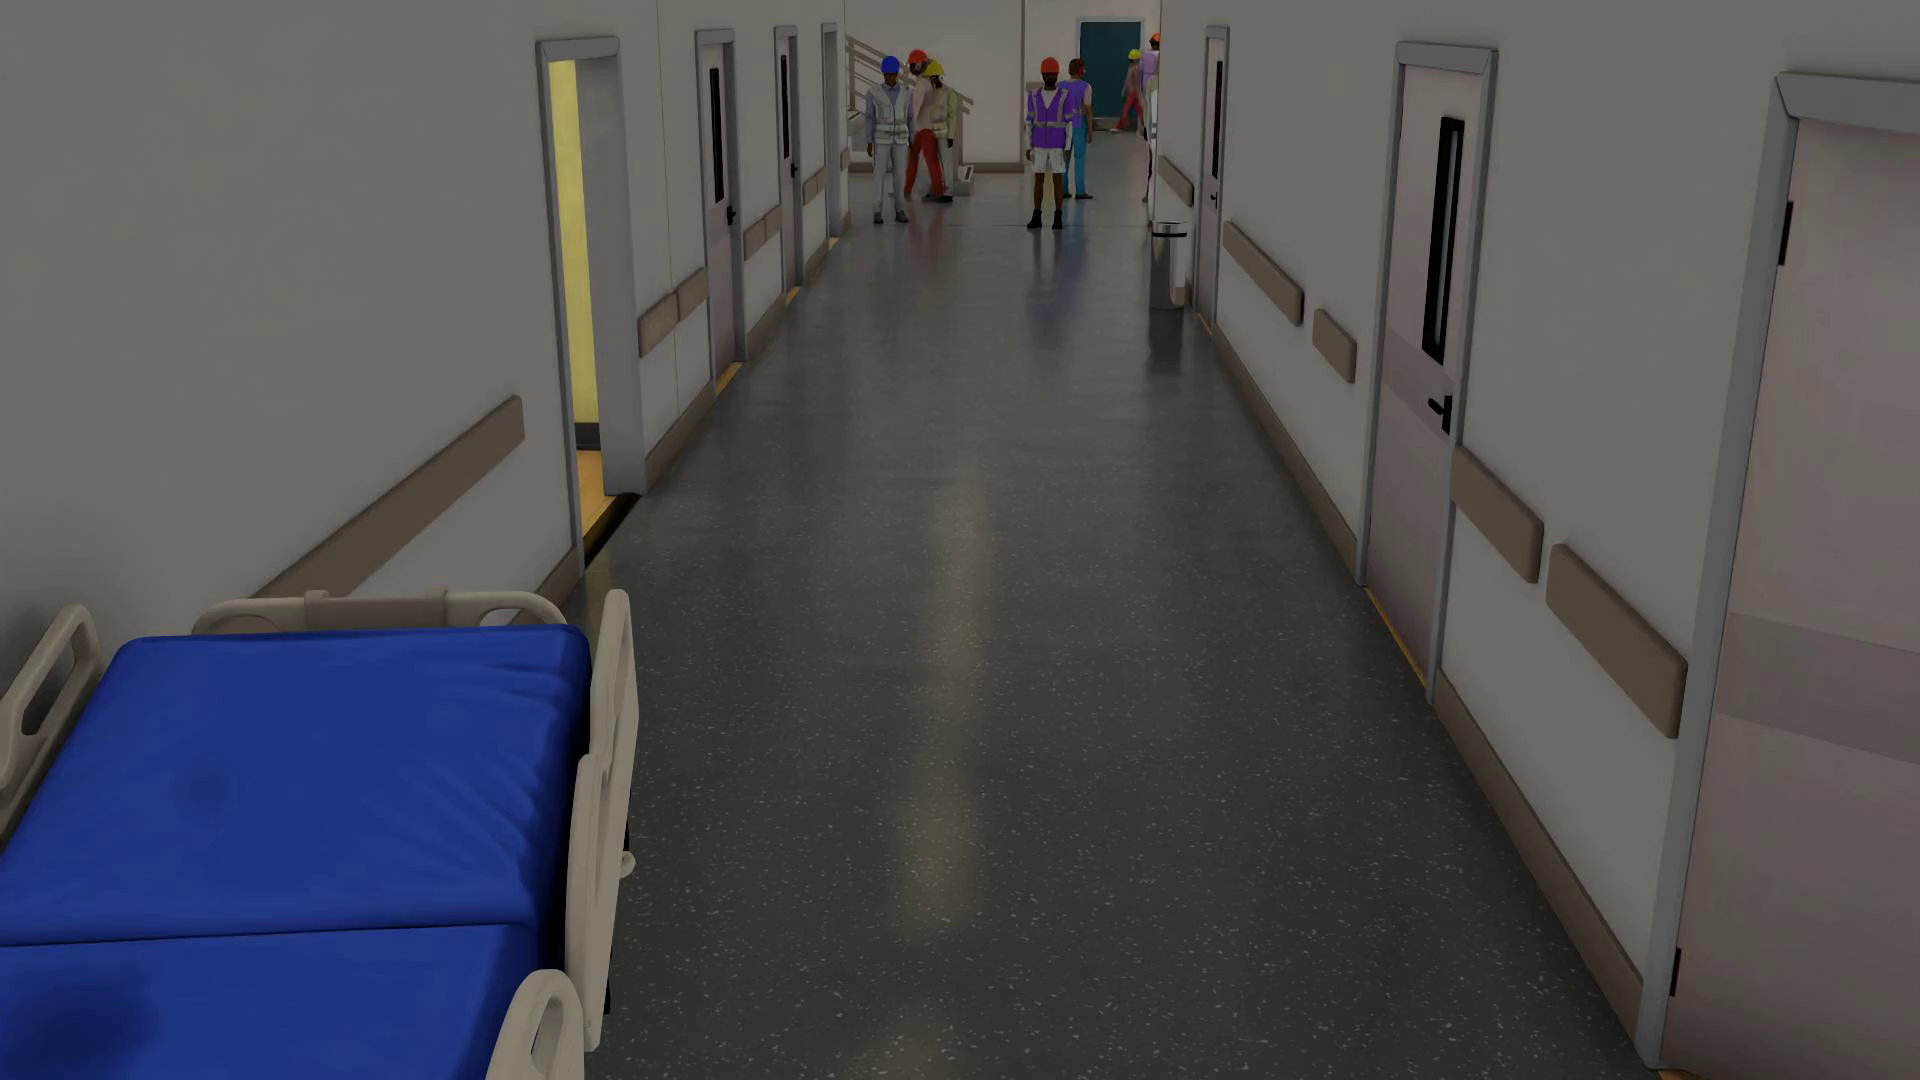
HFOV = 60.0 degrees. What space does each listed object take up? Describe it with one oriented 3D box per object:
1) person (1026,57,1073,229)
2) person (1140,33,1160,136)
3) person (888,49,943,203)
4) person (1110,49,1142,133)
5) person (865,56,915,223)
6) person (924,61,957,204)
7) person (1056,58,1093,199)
[{"bbox_3d":[1.023,-4.582,19.262,0.552,1.937,0.356,5,18,16],"label":"person"},{"bbox_3d":[3.912,-9.196,33.619,0.409,2.030,0.617,-16,24,-41],"label":"person"},{"bbox_3d":[-0.603,-5.422,21.865,0.875,1.958,0.616,0,18,0],"label":"person"},{"bbox_3d":[3.525,-9.230,34.265,0.817,1.704,0.512,1,18,3],"label":"person"},{"bbox_3d":[-0.823,-4.751,19.776,0.616,1.945,0.404,-6,19,-17],"label":"person"},{"bbox_3d":[-0.309,-5.349,21.869,0.585,1.824,0.405,12,21,33],"label":"person"},{"bbox_3d":[1.524,-5.504,22.312,0.564,1.846,0.390,13,22,35],"label":"person"}]
